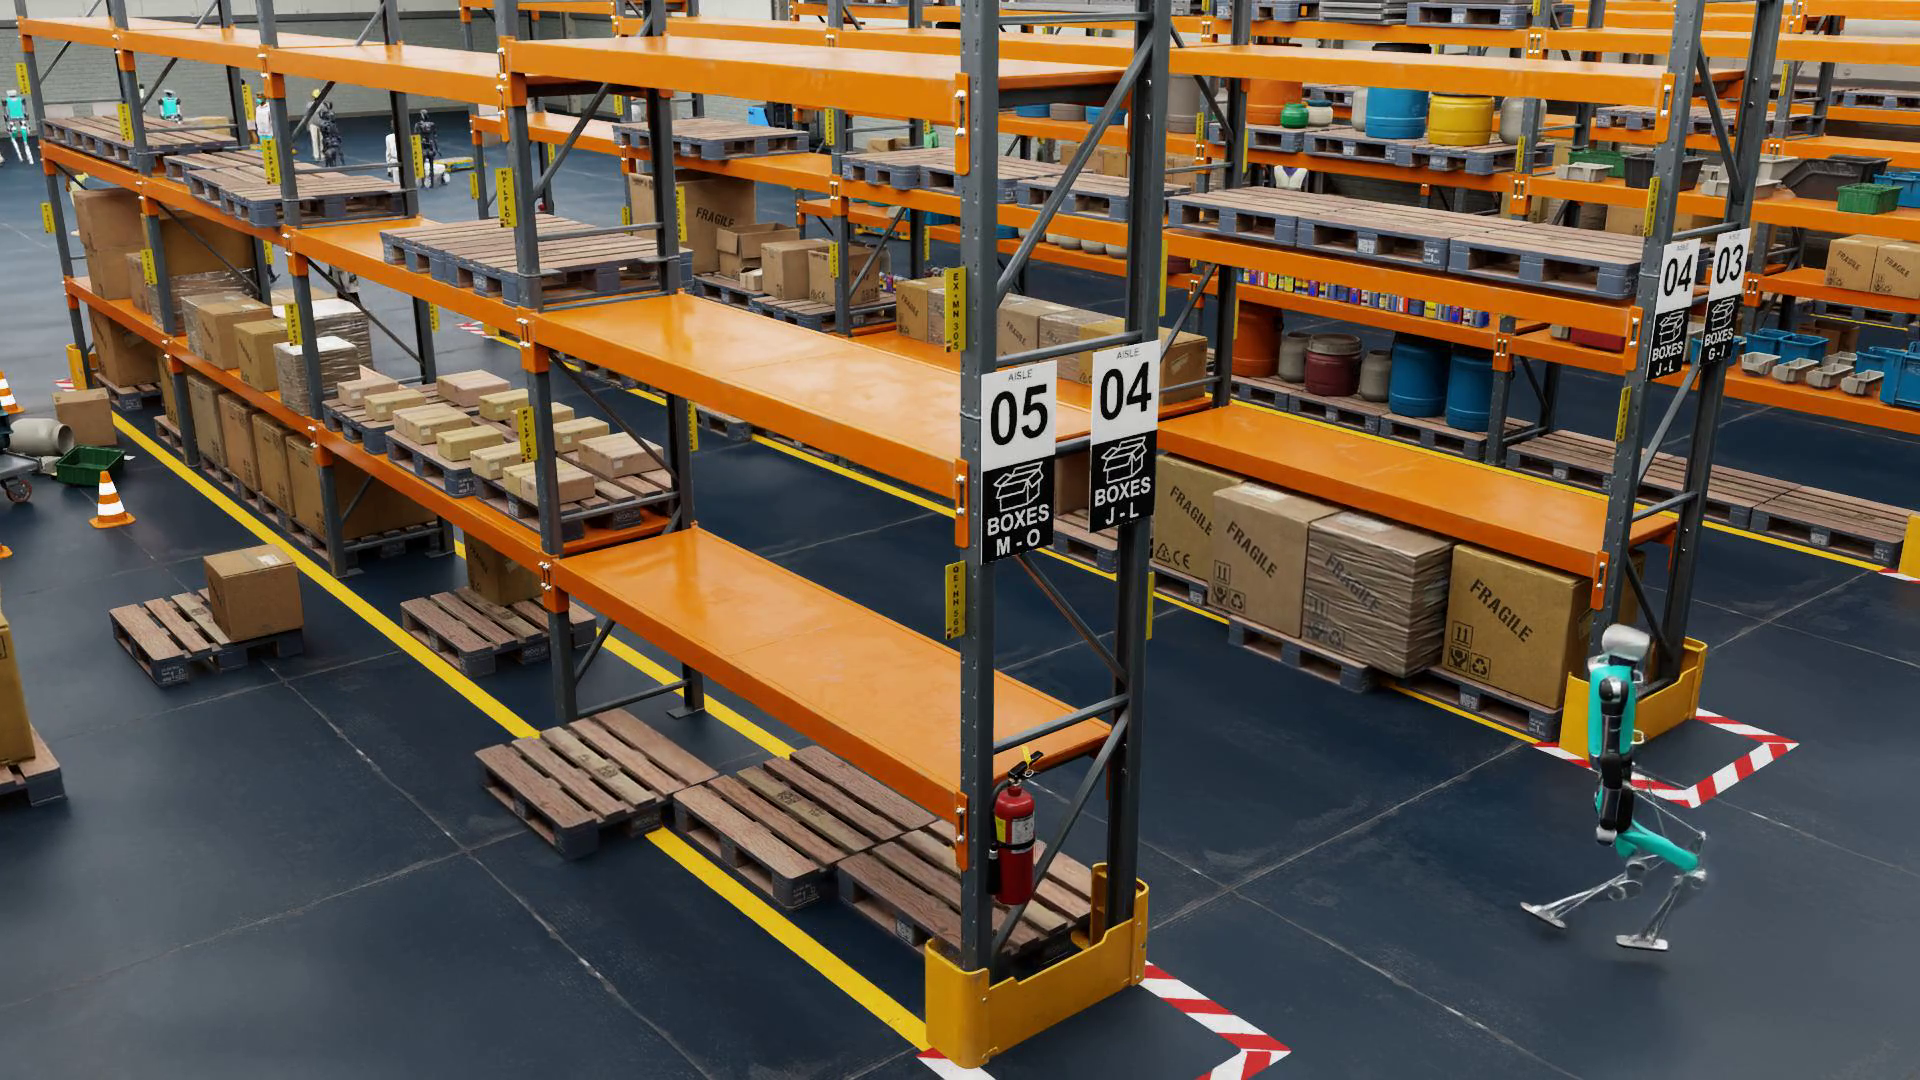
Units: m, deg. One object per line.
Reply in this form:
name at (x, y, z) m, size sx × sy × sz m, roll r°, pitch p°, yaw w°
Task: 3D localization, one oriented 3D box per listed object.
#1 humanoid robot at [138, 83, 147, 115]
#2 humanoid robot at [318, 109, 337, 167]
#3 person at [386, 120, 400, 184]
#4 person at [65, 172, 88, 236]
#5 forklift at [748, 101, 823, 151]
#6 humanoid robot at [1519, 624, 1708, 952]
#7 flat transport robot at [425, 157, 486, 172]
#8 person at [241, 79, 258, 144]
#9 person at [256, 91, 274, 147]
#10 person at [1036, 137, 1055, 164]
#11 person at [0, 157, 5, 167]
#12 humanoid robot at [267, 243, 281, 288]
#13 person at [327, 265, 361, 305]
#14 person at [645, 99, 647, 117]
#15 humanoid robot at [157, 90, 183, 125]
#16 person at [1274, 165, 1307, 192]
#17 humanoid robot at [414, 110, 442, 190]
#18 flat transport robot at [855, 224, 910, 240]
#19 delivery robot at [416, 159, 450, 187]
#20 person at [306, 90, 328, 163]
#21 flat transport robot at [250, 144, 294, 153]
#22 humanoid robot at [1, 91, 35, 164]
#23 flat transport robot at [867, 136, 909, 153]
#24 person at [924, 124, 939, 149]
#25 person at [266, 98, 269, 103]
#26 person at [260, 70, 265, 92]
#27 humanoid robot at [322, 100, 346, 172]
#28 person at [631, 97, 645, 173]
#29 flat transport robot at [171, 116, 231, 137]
humanoid robot at (-22.055, -11.405, 44.227) m, size 0.554 × 1.780 × 0.959 m, roll 2°, pitch 19°, yaw 6°
humanoid robot at (-13.581, -8.433, 35.790) m, size 0.315 × 1.657 × 0.599 m, roll -12°, pitch 23°, yaw -30°
person at (-10.552, -7.005, 31.436) m, size 0.583 × 1.883 × 0.345 m, roll 3°, pitch 20°, yaw 9°
person at (-15.807, -6.395, 29.712) m, size 0.405 × 1.885 × 0.516 m, roll -2°, pitch 19°, yaw -6°
forklift at (-4.526, -11.368, 42.374) m, size 1.129 × 2.768 × 1.873 m, roll -15°, pitch 24°, yaw -37°
humanoid robot at (3.297, 1.267, 8.097) m, size 0.981 × 1.743 × 0.545 m, roll 6°, pitch 20°, yaw 18°
flat transport robot at (-11.871, -8.793, 38.960) m, size 0.659 × 0.231 × 1.431 m, roll 11°, pitch 22°, yaw 28°
person at (-18.055, -10.732, 42.106) m, size 0.794 × 1.844 × 0.407 m, roll 10°, pitch 22°, yaw 27°
person at (-15.559, -9.098, 37.349) m, size 0.487 × 1.917 × 0.382 m, roll 7°, pitch 21°, yaw 20°
person at (1.592, -6.930, 31.461) m, size 0.453 × 1.724 × 0.566 m, roll 6°, pitch 20°, yaw 16°
person at (-23.066, -9.713, 38.993) m, size 1.026 × 1.995 × 0.595 m, roll 3°, pitch 20°, yaw 9°
humanoid robot at (-10.464, -4.636, 25.053) m, size 0.586 × 1.625 × 0.784 m, roll 3°, pitch 20°, yaw 9°
person at (-7.954, -3.529, 21.422) m, size 0.605 × 1.967 × 0.368 m, roll 15°, pitch 24°, yaw 37°
person at (-7.923, -11.118, 43.003) m, size 0.404 × 1.980 × 0.486 m, roll 17°, pitch 25°, yaw 40°
humanoid robot at (-18.579, -9.724, 39.547) m, size 0.801 × 1.880 × 0.557 m, roll 14°, pitch 24°, yaw 35°
person at (5.325, -5.446, 27.066) m, size 0.563 × 1.839 × 0.391 m, roll 2°, pitch 19°, yaw 6°
humanoid robot at (-11.398, -8.356, 35.571) m, size 0.315 × 1.657 × 0.599 m, roll 15°, pitch 24°, yaw 36°
flat transport robot at (-1.155, -5.553, 29.739) m, size 1.431 × 0.231 × 0.659 m, roll 17°, pitch 25°, yaw 40°
delivery robot at (-11.542, -8.001, 36.286) m, size 0.499 × 0.601 × 0.783 m, roll 7°, pitch 21°, yaw 19°
person at (-15.521, -9.997, 40.189) m, size 0.546 × 1.718 × 0.802 m, roll -5°, pitch 20°, yaw -13°
flat transport robot at (-17.617, -9.826, 41.900) m, size 1.431 × 0.231 × 0.659 m, roll 2°, pitch 19°, yaw 7°
humanoid robot at (-22.645, -9.886, 39.906) m, size 0.536 × 1.768 × 0.893 m, roll -16°, pitch 25°, yaw -38°
flat transport robot at (-1.490, -8.140, 37.102) m, size 0.659 × 0.231 × 1.431 m, roll 2°, pitch 20°, yaw 7°
person at (-0.609, -7.567, 33.271) m, size 0.477 × 1.734 × 0.315 m, roll 12°, pitch 23°, yaw 31°
person at (-18.539, -11.611, 44.825) m, size 0.318 × 1.696 × 0.534 m, roll -9°, pitch 21°, yaw -24°
person at (-19.822, -12.694, 47.665) m, size 0.475 × 1.856 × 0.541 m, roll -7°, pitch 20°, yaw -18°
humanoid robot at (-14.414, -9.284, 38.258) m, size 0.662 × 1.635 × 0.598 m, roll 2°, pitch 19°, yaw 5°
person at (-7.334, -9.132, 37.476) m, size 0.362 × 1.897 × 0.571 m, roll 4°, pitch 20°, yaw 12°
flat transport robot at (-18.940, -9.721, 41.602) m, size 1.431 × 0.231 × 0.659 m, roll 7°, pitch 20°, yaw 18°
